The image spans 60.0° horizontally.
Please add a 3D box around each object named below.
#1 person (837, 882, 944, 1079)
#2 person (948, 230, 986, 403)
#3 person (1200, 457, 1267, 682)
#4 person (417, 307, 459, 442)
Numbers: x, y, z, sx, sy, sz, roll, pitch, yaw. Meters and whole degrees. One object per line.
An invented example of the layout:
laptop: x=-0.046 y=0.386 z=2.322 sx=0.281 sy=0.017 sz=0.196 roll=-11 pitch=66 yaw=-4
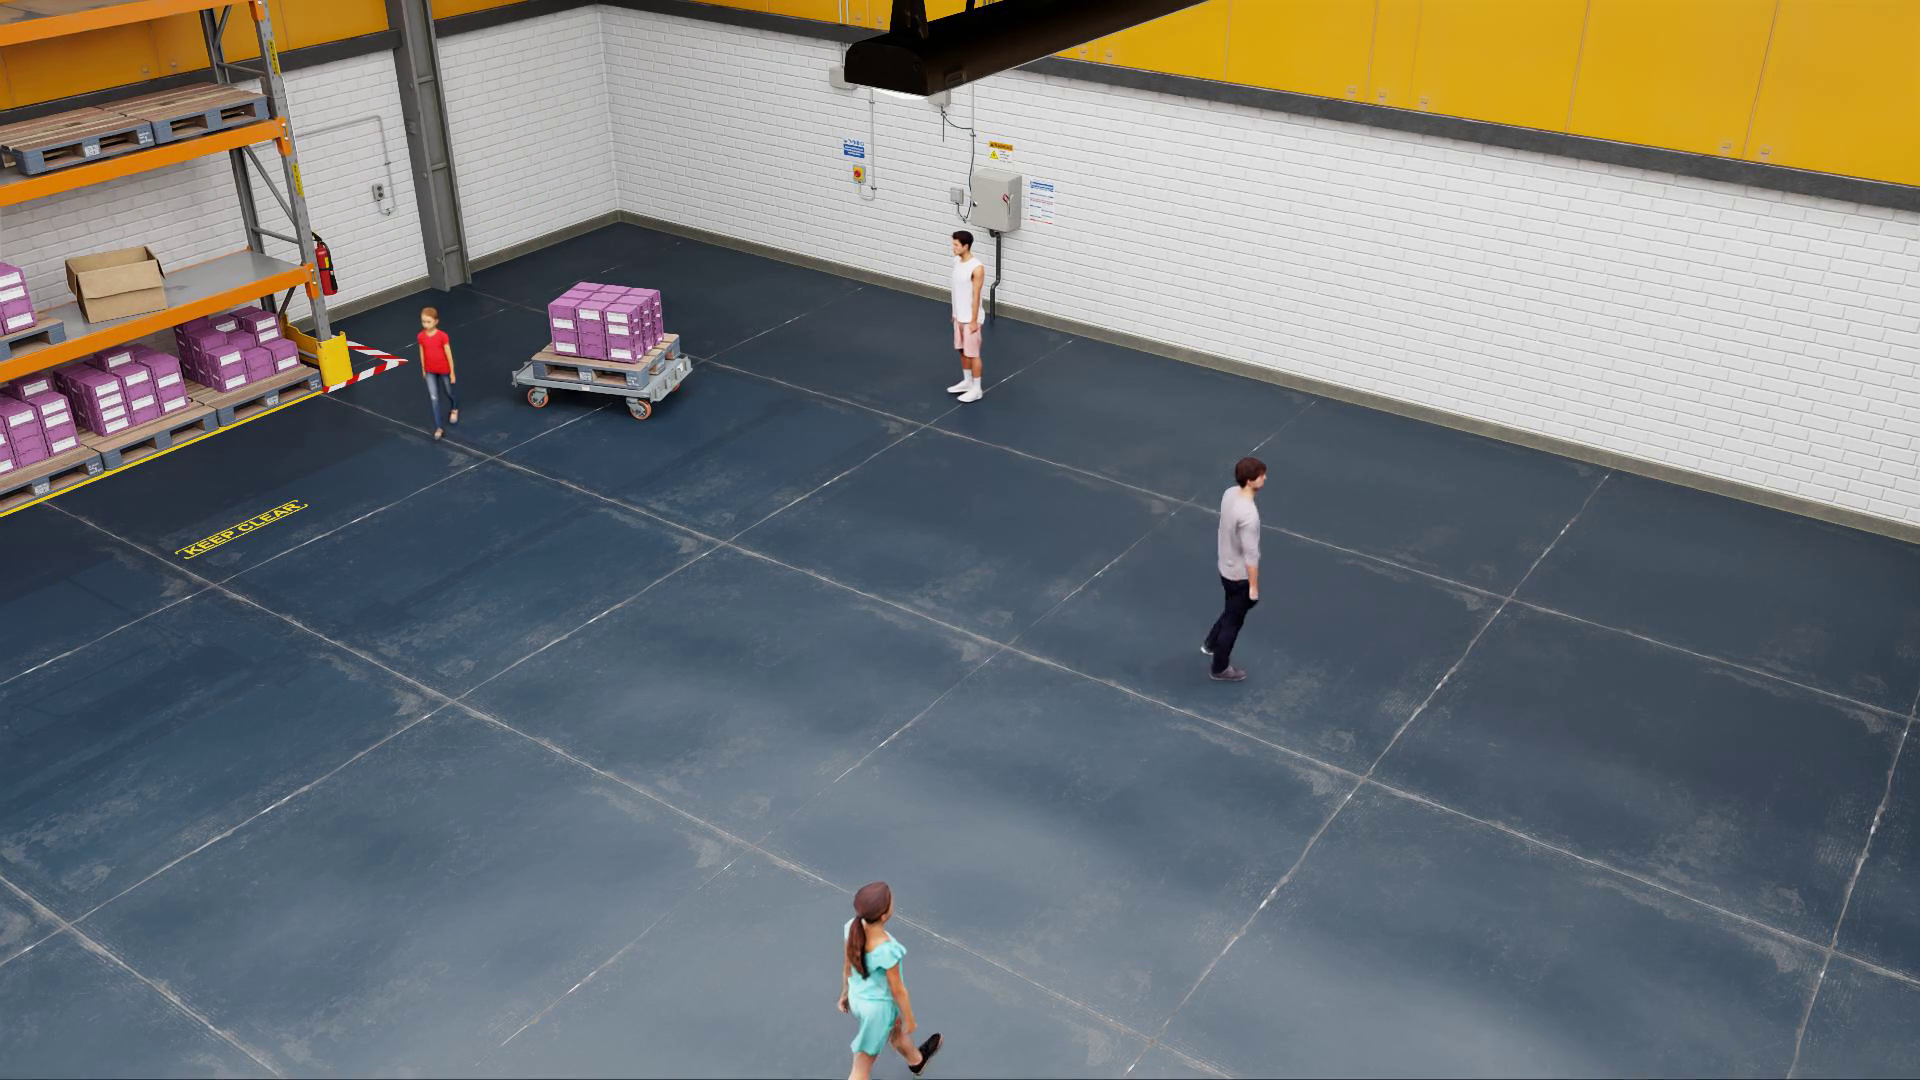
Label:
person: x=-0.497 y=2.435 z=8.556 sx=1.061 sy=1.522 sz=0.738 roll=-22 pitch=35 yaw=-34
person: x=0.100 y=-2.298 z=16.965 sx=0.735 sy=1.779 sz=0.736 roll=-15 pitch=32 yaw=-26
person: x=1.967 y=0.225 z=12.285 sx=0.873 sy=1.832 sz=0.802 roll=-2 pitch=29 yaw=-4
person: x=-5.103 y=-1.681 z=16.350 sx=0.832 sy=1.284 sz=0.964 roll=-1 pitch=29 yaw=-1
